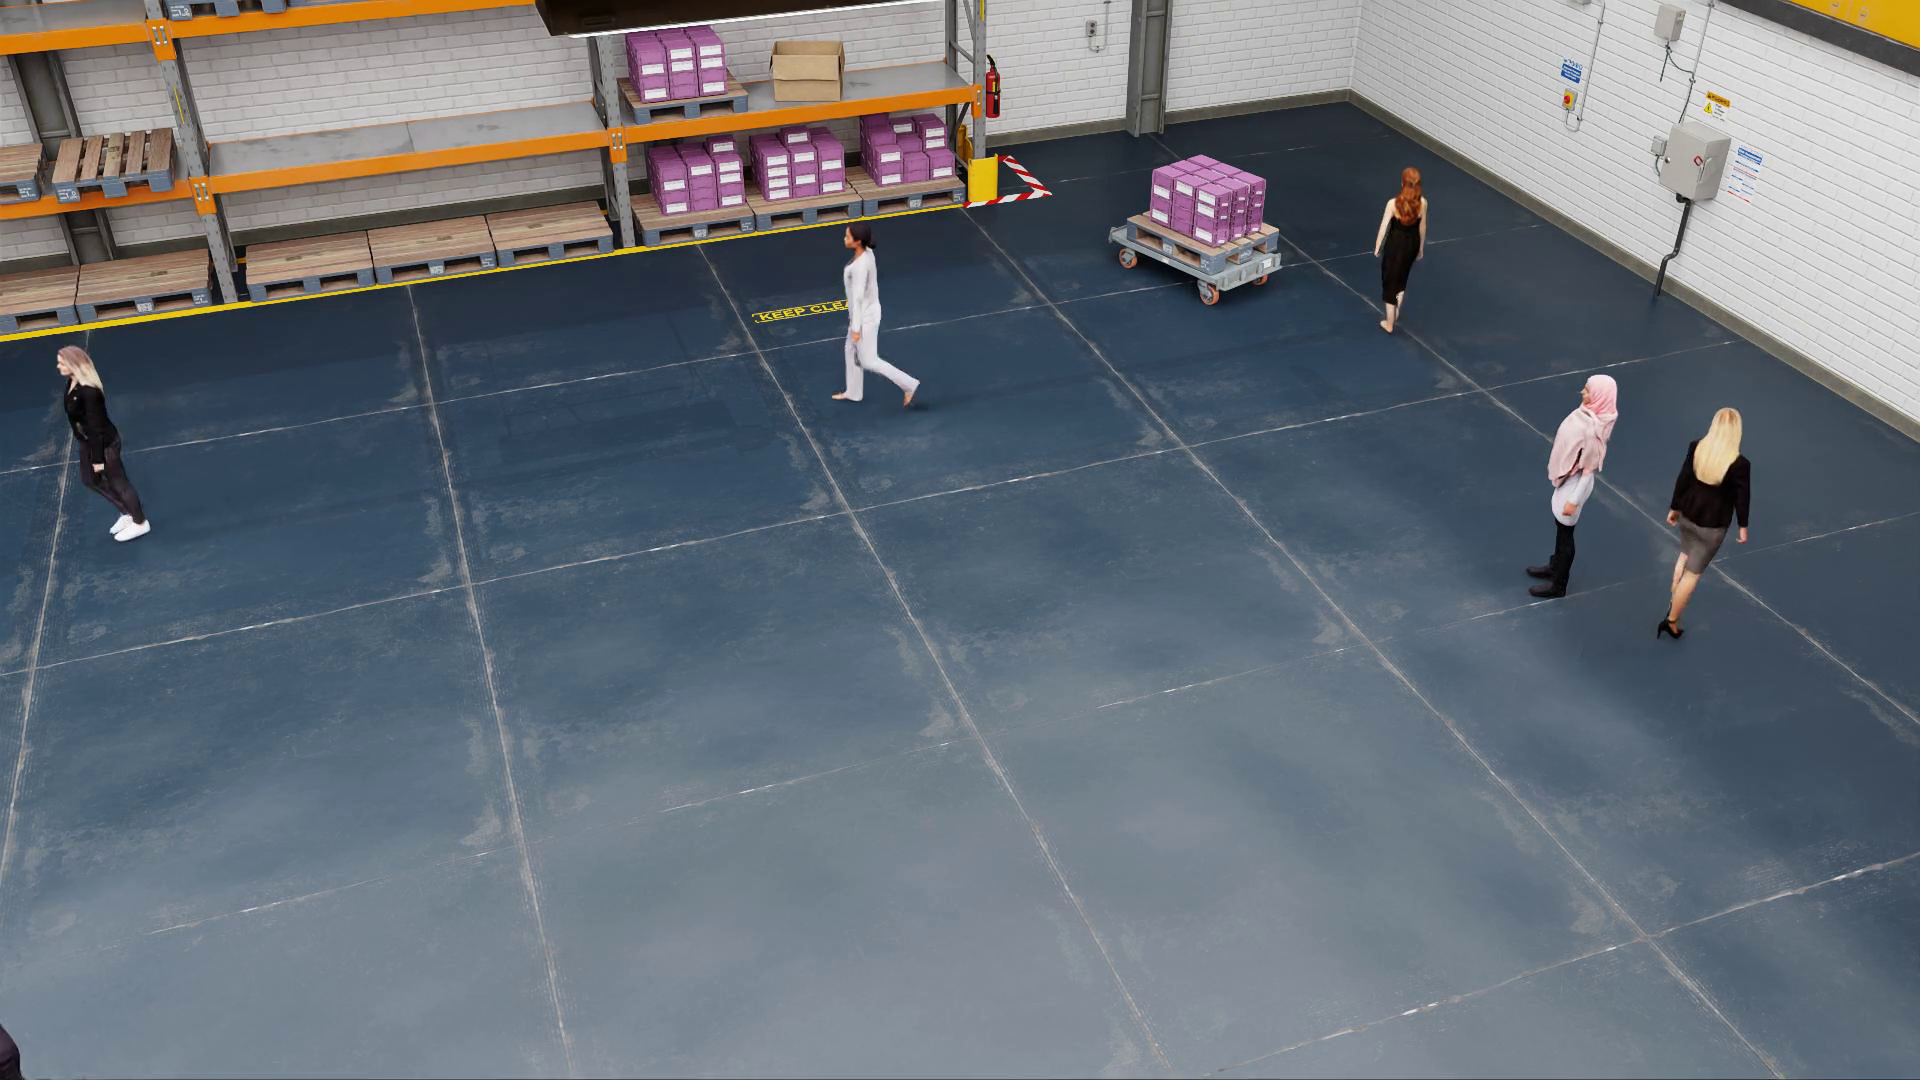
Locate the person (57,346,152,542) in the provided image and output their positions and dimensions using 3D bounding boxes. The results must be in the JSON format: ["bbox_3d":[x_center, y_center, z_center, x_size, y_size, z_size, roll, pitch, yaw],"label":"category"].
[{"bbox_3d":[-6.444,-0.754,12.680,0.677,1.677,0.693,-23,40,-30],"label":"person"}]

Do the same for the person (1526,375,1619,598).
[{"bbox_3d":[4.444,-0.394,12.025,0.773,1.804,0.739,8,34,12],"label":"person"}]

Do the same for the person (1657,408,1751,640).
[{"bbox_3d":[5.076,-0.057,11.494,0.713,1.830,0.732,-20,38,-27],"label":"person"}]

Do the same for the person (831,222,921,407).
[{"bbox_3d":[-0.742,-1.924,14.409,1.137,1.713,0.910,2,34,4],"label":"person"}]

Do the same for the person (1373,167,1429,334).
[{"bbox_3d":[4.176,-2.690,15.651,0.646,1.613,0.719,-3,34,-5],"label":"person"}]
